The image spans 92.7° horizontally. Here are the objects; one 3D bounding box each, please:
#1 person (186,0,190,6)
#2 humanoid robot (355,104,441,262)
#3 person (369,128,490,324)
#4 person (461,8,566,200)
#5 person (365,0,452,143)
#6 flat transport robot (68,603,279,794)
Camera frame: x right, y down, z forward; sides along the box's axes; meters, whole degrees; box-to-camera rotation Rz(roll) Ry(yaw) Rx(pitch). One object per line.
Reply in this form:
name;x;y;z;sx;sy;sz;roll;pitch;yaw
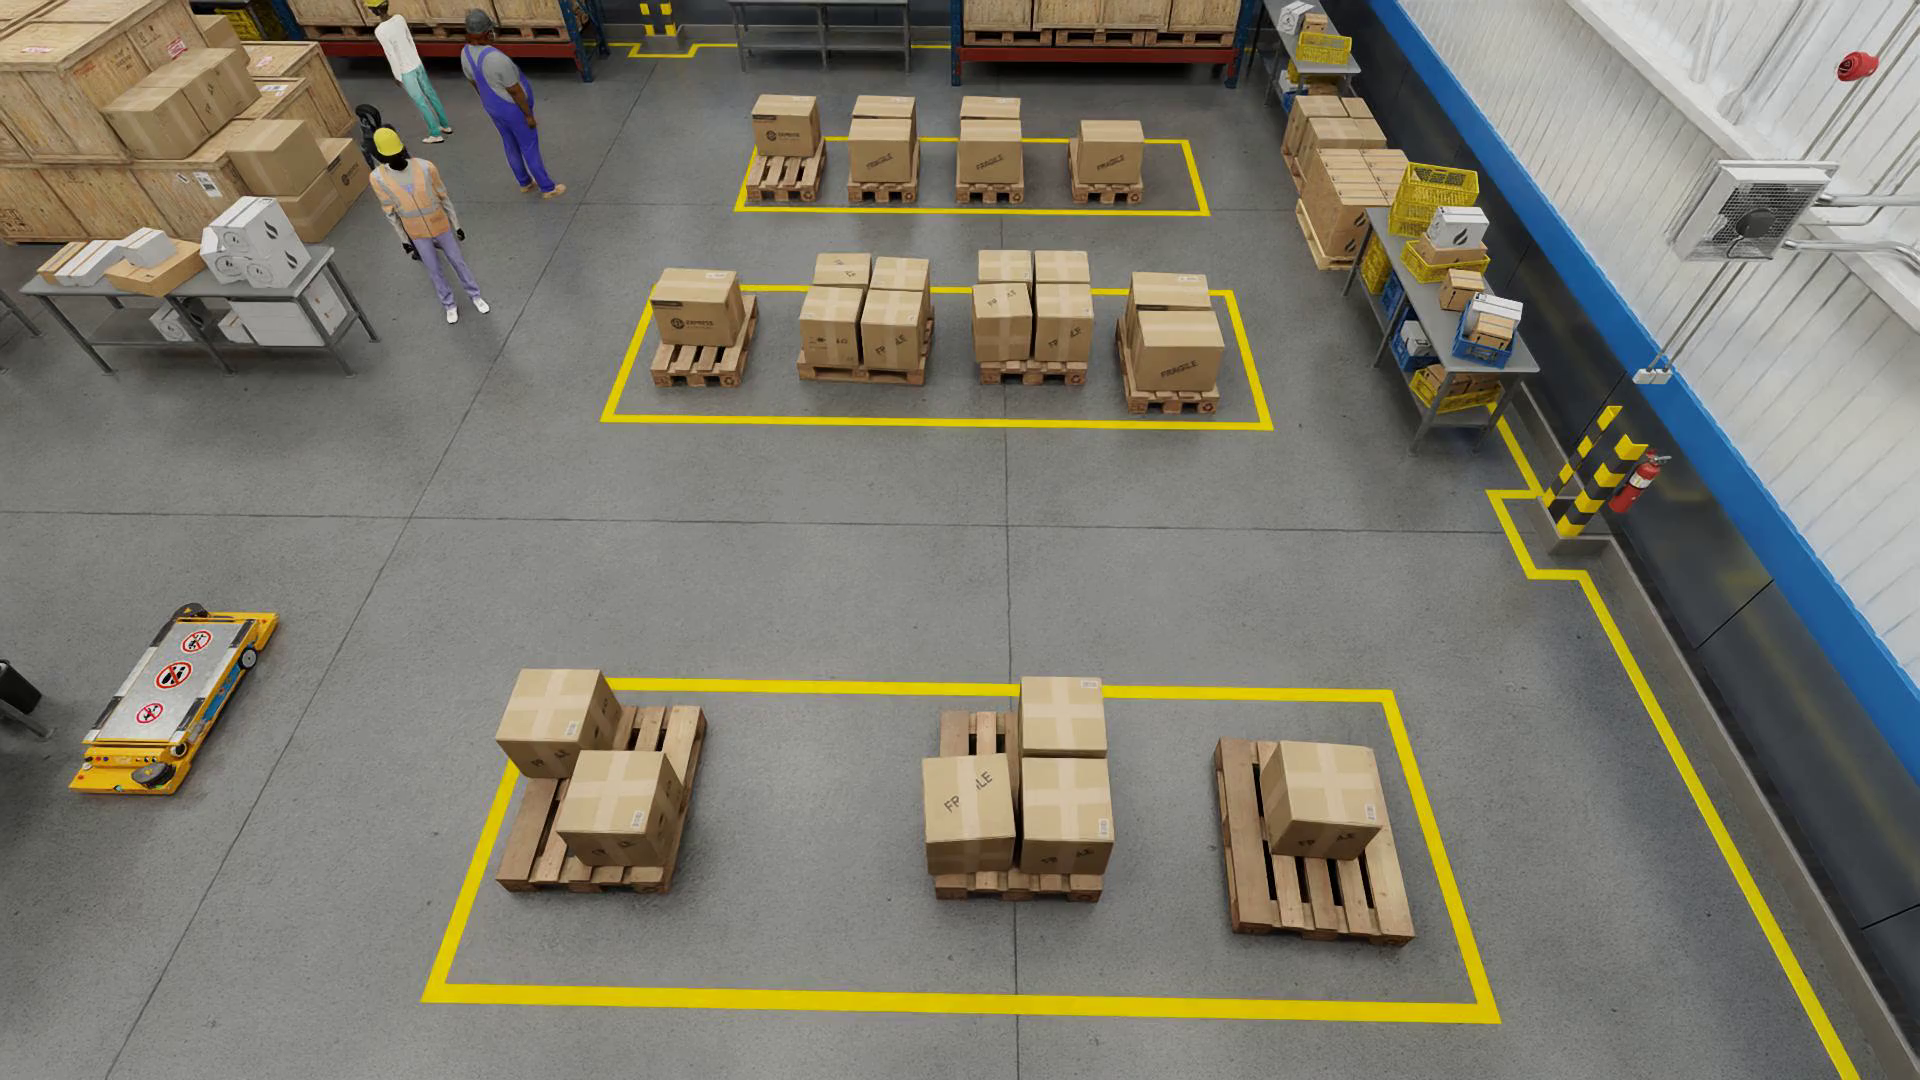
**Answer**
person;-10.327;-6.819;12.024;0.430;1.977;0.599;13;51;11
humanoid robot;-5.888;-3.723;9.593;0.333;1.651;0.574;8;50;7
person;-5.120;-3.009;8.825;0.586;1.930;0.355;-25;54;-20
person;-5.062;-4.899;10.353;0.672;2.000;0.536;22;53;17
person;-6.823;-5.820;11.309;0.321;1.769;0.523;8;50;7
flat transport robot;-5.504;1.072;6.442;0.652;0.197;1.431;1;50;1
